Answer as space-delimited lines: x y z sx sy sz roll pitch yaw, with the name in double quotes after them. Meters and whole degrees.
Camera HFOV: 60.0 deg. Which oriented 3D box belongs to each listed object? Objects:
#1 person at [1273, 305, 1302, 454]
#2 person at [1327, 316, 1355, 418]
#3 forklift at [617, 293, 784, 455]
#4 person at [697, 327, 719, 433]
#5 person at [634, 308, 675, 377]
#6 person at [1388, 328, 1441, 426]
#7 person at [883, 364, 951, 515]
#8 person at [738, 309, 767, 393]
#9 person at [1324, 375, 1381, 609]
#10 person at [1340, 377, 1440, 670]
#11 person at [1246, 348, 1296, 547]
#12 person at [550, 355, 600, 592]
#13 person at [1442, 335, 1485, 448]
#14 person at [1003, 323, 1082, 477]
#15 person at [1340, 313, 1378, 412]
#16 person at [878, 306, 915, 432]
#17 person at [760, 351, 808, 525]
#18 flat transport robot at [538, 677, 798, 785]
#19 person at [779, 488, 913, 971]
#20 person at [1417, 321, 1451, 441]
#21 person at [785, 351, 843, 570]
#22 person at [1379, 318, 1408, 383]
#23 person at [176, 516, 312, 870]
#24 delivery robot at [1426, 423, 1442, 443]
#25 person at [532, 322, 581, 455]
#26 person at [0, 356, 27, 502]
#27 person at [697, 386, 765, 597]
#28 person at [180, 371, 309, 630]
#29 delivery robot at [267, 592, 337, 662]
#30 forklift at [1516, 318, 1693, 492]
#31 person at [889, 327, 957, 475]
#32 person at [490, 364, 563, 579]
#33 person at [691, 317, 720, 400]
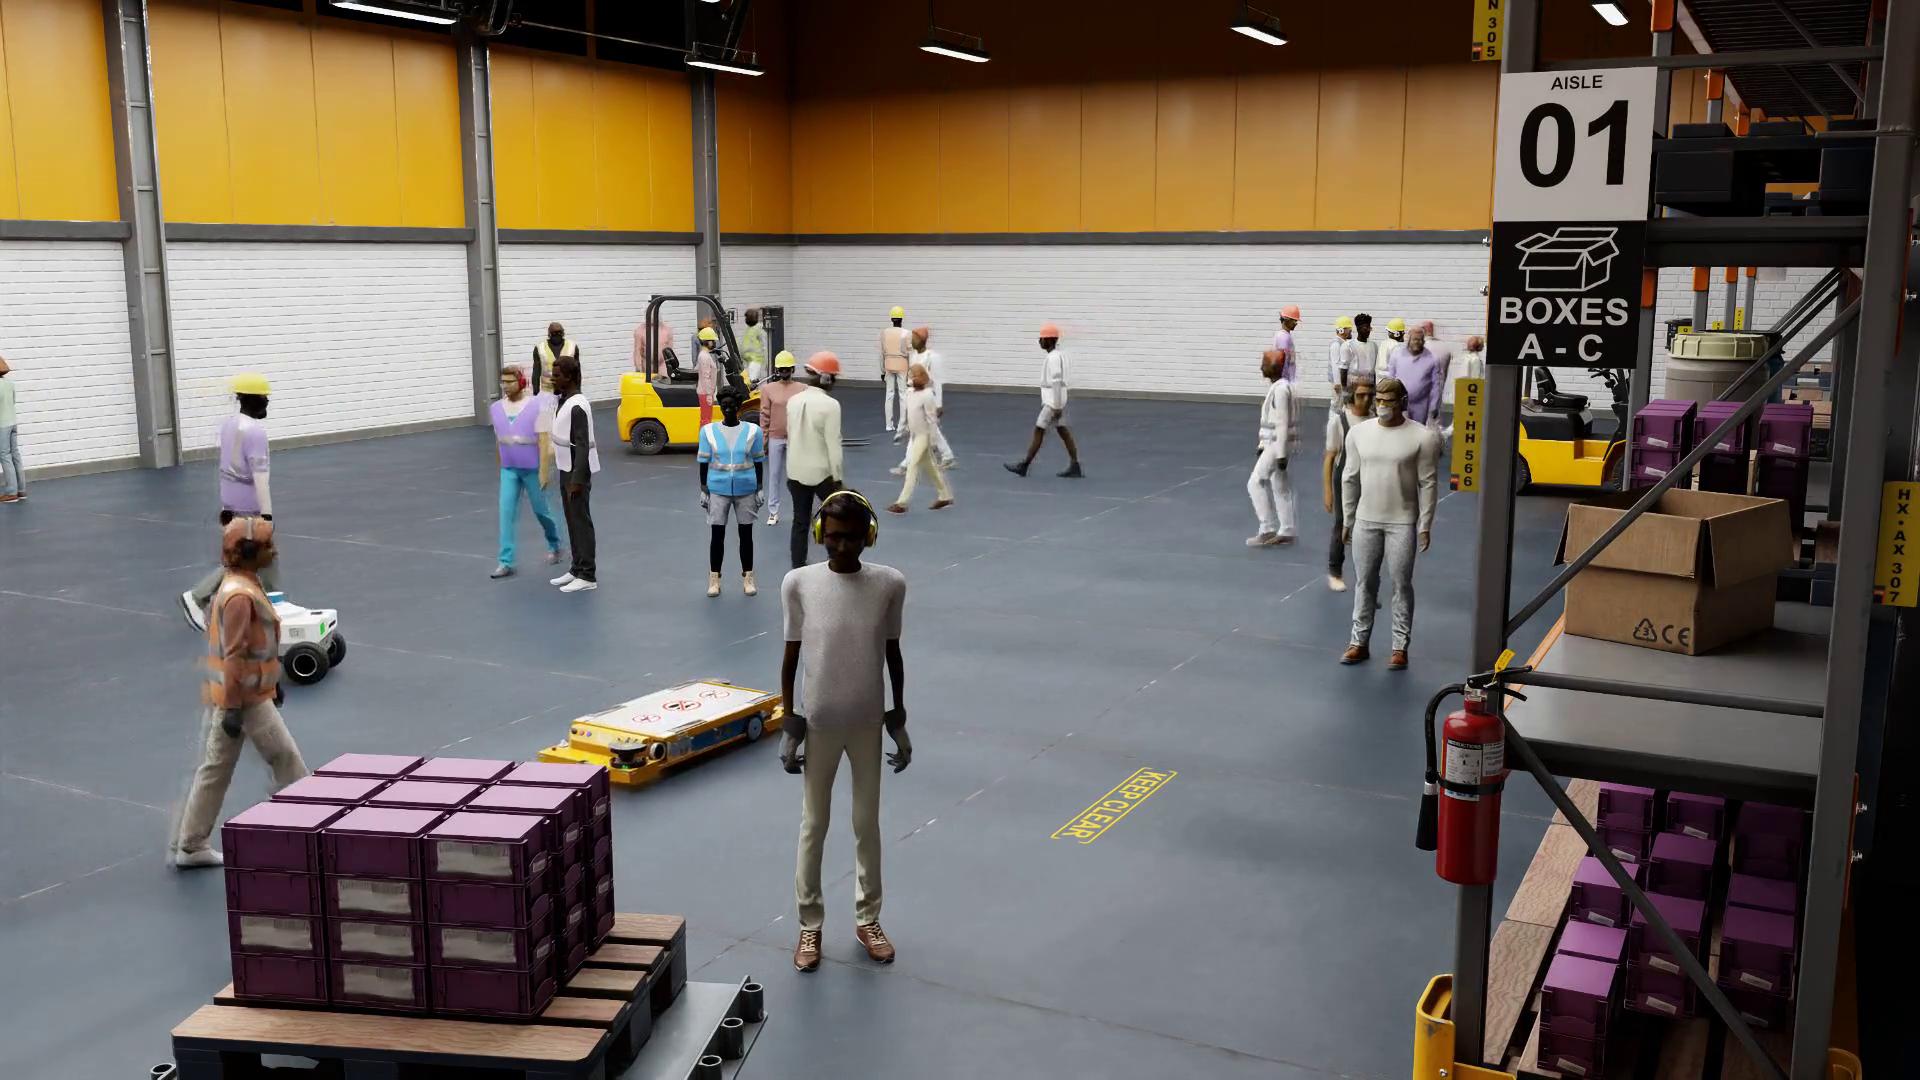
4.482 -2.207 22.877 0.387 2.034 0.605 1 10 5 "person"
5.552 -2.335 24.183 0.403 1.837 0.590 4 11 23 "person"
-3.588 -2.317 23.042 2.313 2.155 1.214 -1 10 -5 "forklift"
-3.322 -1.919 21.974 0.310 1.767 0.533 -2 10 -11 "person"
-4.922 -2.807 26.872 0.658 1.853 0.963 -2 10 -13 "person"
5.585 -1.690 20.498 0.657 1.829 1.061 3 10 14 "person"
-0.437 -1.073 17.608 0.872 1.586 0.512 -5 11 -26 "person"
-3.583 -3.047 28.425 0.954 1.789 0.648 -6 12 -33 "person"
3.131 -0.413 13.185 0.535 1.802 0.974 0 10 -1 "person"
2.827 -0.111 11.013 0.630 1.938 0.366 6 11 31 "person"
2.896 -0.854 15.542 0.603 1.865 0.589 2 10 14 "person"
-3.149 -0.544 13.579 0.392 1.919 0.591 -5 11 -24 "person"
7.077 -2.045 23.147 0.690 1.614 0.523 1 10 4 "person"
1.049 -1.696 20.343 0.995 1.880 0.566 1 10 8 "person"
5.215 -1.973 21.708 0.603 1.967 0.366 -5 11 -28 "person"
-0.959 -2.622 25.573 0.594 1.930 0.354 4 10 21 "person"
-1.754 -1.026 16.808 0.533 1.768 0.310 -1 10 -8 "person"
-1.587 1.030 9.226 0.652 0.197 1.431 6 11 31 "flat transport robot"
-0.439 0.722 6.408 0.521 1.865 0.328 -2 10 -13 "person"
6.009 -1.903 21.606 0.667 1.858 0.802 -3 10 -16 "person"
-1.169 -0.531 13.343 0.678 1.962 0.473 7 12 35 "person"
6.093 -2.193 23.367 0.403 1.835 0.588 -2 10 -9 "person"
-3.115 0.684 7.416 0.870 1.580 0.532 -4 11 -24 "person"
6.225 -1.471 22.619 0.477 0.478 0.707 -4 11 -23 "delivery robot"
-5.492 -2.060 22.662 0.653 1.825 0.433 -2 10 -14 "person"
-10.587 -1.233 18.395 0.268 1.631 0.507 -1 10 -4 "person"
-1.825 -0.387 13.308 0.539 1.695 0.318 -2 10 -9 "person"
-5.286 -0.289 12.187 0.846 1.891 0.596 -8 13 -38 "person"
-4.417 0.580 10.741 0.707 0.478 0.477 -1 10 -6 "delivery robot"
7.066 -1.601 18.899 2.313 2.155 1.214 5 11 27 "forklift"
-0.433 -1.747 20.799 1.001 1.838 0.597 -6 11 -30 "person"
-3.749 -0.620 14.348 0.592 1.811 0.913 2 10 14 "person"
-4.417 -3.055 28.943 0.501 1.631 0.285 0 10 -2 "person"
